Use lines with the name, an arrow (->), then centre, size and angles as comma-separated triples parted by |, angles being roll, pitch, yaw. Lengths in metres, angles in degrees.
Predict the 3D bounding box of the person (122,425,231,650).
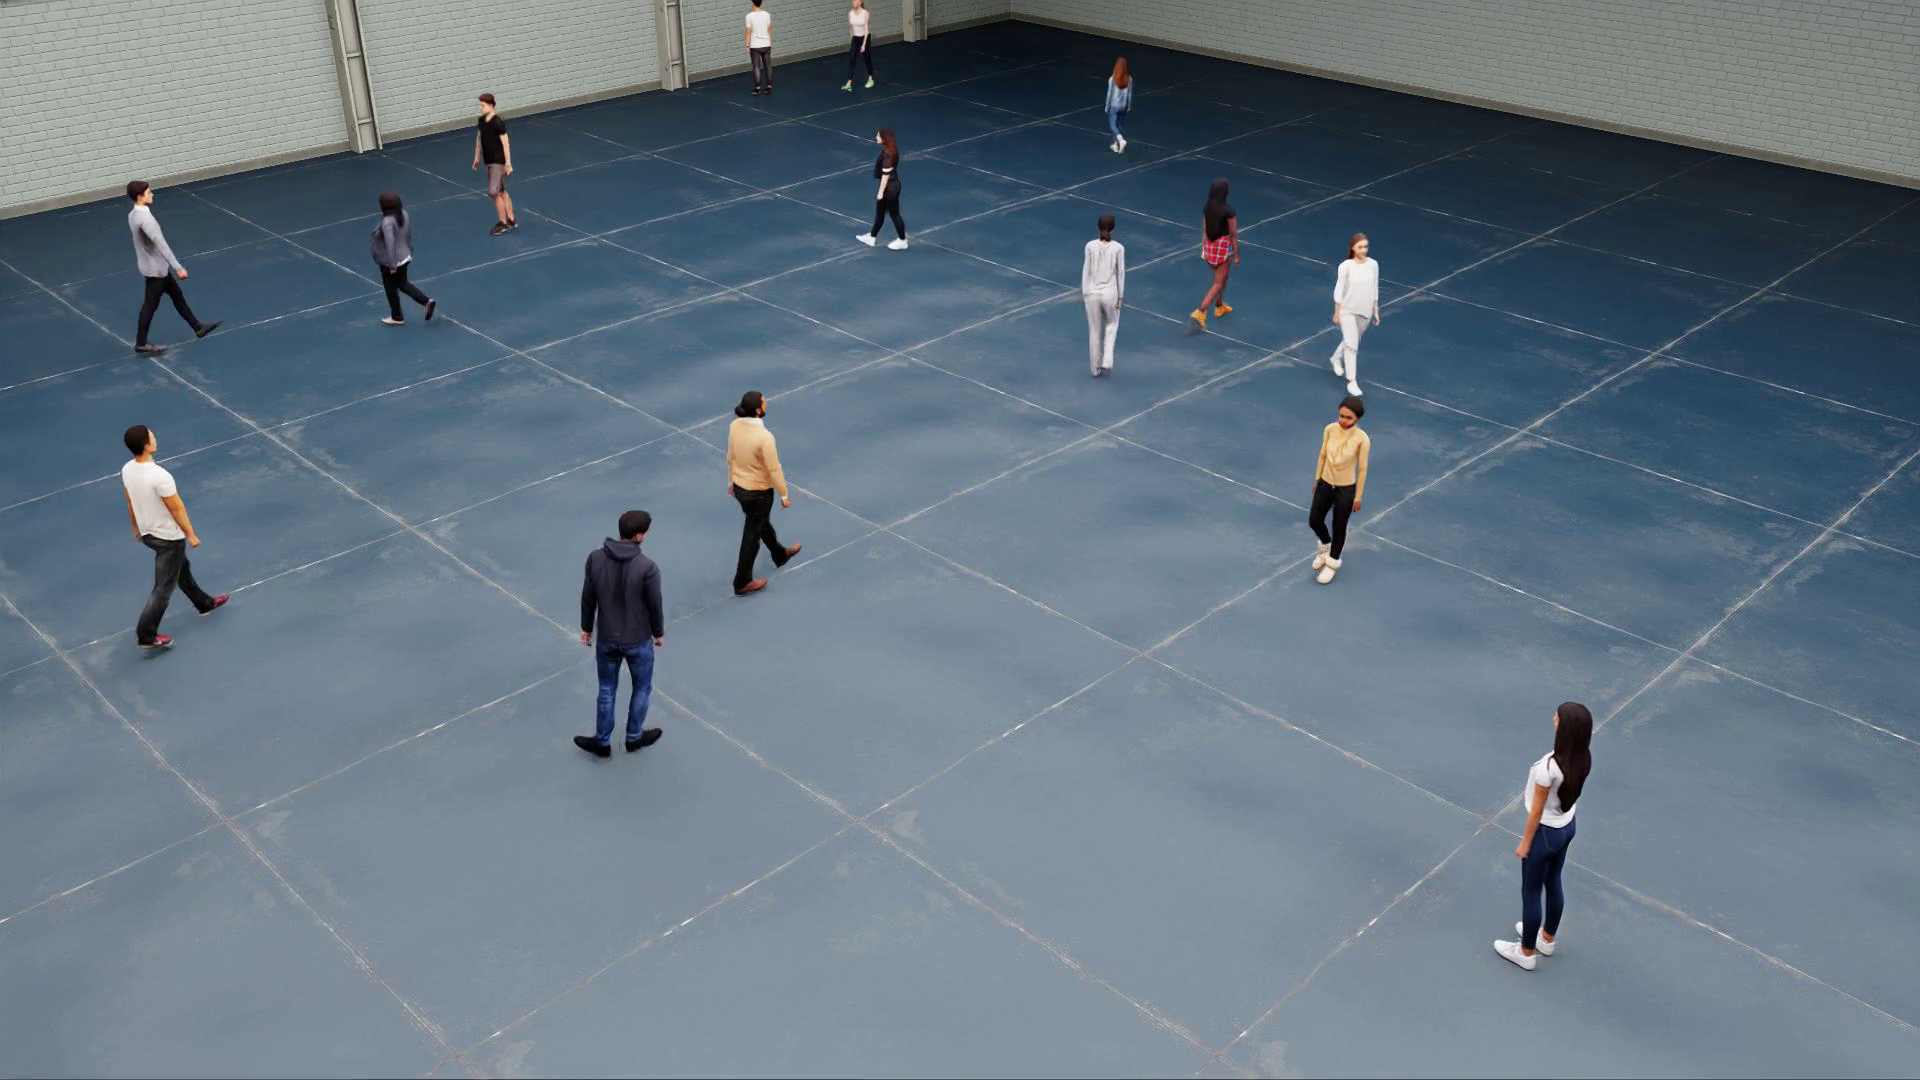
person -> -6.220, 0.008, 12.811 | 0.891, 1.763, 1.235 | 15, 31, 25

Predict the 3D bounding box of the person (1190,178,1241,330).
person -> 2.921, -3.249, 18.992 | 1.134, 1.702, 0.700 | -21, 34, -34

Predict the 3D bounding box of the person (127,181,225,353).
person -> -8.932, -2.947, 18.246 | 1.295, 1.870, 0.938 | -16, 32, -28

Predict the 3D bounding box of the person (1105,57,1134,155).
person -> 2.468, -6.679, 25.685 | 0.851, 1.466, 0.812 | -11, 30, -19

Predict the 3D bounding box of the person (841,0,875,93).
person -> -1.696, -8.806, 29.480 | 0.849, 1.652, 1.212 | 13, 31, 24

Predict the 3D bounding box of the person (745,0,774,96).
person -> -3.523, -8.730, 29.265 | 0.577, 1.719, 0.737 | -13, 31, -23

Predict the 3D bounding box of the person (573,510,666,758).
person -> -2.379, 0.677, 11.458 | 0.956, 1.854, 0.950 | -2, 28, -3

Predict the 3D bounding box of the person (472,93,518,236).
person -> -6.130, -5.055, 22.231 | 0.662, 1.846, 0.717 | 25, 37, 39

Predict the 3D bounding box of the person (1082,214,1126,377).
person -> 1.491, -2.556, 17.624 | 0.747, 1.765, 0.796 | 4, 28, 8

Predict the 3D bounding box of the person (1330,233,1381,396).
person -> 4.126, -2.418, 17.478 | 1.083, 1.658, 0.981 | -9, 29, -16

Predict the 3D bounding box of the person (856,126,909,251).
person -> -0.840, -4.527, 21.483 | 0.998, 1.616, 0.957 | 2, 28, 4

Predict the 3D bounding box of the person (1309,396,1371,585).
person -> 3.166, -0.455, 13.795 | 0.651, 1.655, 0.655 | 21, 34, 34

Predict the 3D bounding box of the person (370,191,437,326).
person -> -6.405, -3.211, 19.051 | 0.982, 1.580, 0.941 | 3, 28, 5

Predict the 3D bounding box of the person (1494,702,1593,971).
person -> 3.419, 1.708, 9.607 | 0.441, 1.774, 0.641 | -23, 36, -37

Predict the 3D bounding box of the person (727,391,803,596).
person -> -1.745, -0.354, 13.537 | 1.047, 1.720, 0.697 | -24, 36, -37
